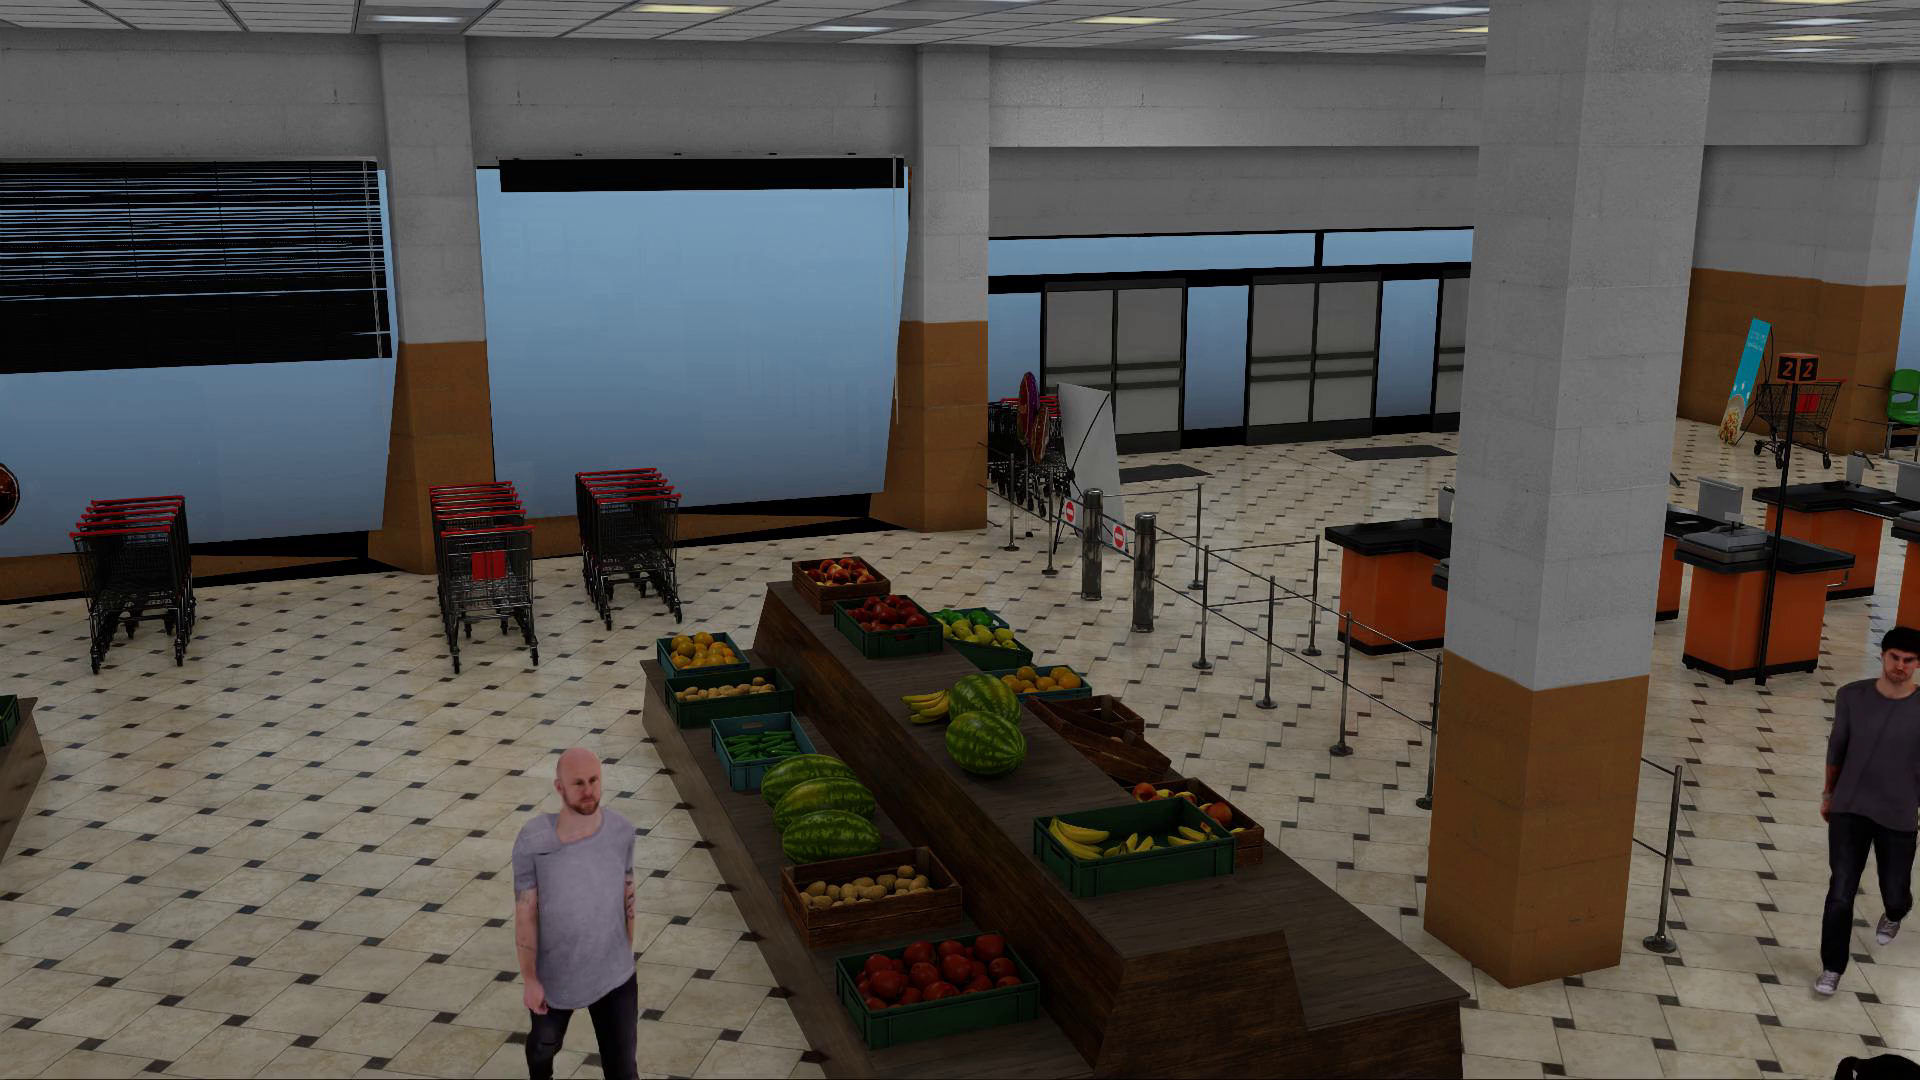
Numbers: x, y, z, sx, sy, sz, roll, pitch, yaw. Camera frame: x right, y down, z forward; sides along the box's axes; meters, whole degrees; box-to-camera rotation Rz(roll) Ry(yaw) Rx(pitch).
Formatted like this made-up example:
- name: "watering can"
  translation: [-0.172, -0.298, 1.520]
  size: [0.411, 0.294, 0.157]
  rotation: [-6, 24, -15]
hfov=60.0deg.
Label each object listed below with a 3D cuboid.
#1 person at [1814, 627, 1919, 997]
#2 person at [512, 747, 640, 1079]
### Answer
- name: "person"
  translation: [4.524, 1.299, 8.161]
  size: [1.105, 1.828, 1.072]
  rotation: [11, 17, 38]
- name: "person"
  translation: [-1.547, 1.686, 6.629]
  size: [0.735, 1.798, 1.264]
  rotation: [-6, 15, -25]
